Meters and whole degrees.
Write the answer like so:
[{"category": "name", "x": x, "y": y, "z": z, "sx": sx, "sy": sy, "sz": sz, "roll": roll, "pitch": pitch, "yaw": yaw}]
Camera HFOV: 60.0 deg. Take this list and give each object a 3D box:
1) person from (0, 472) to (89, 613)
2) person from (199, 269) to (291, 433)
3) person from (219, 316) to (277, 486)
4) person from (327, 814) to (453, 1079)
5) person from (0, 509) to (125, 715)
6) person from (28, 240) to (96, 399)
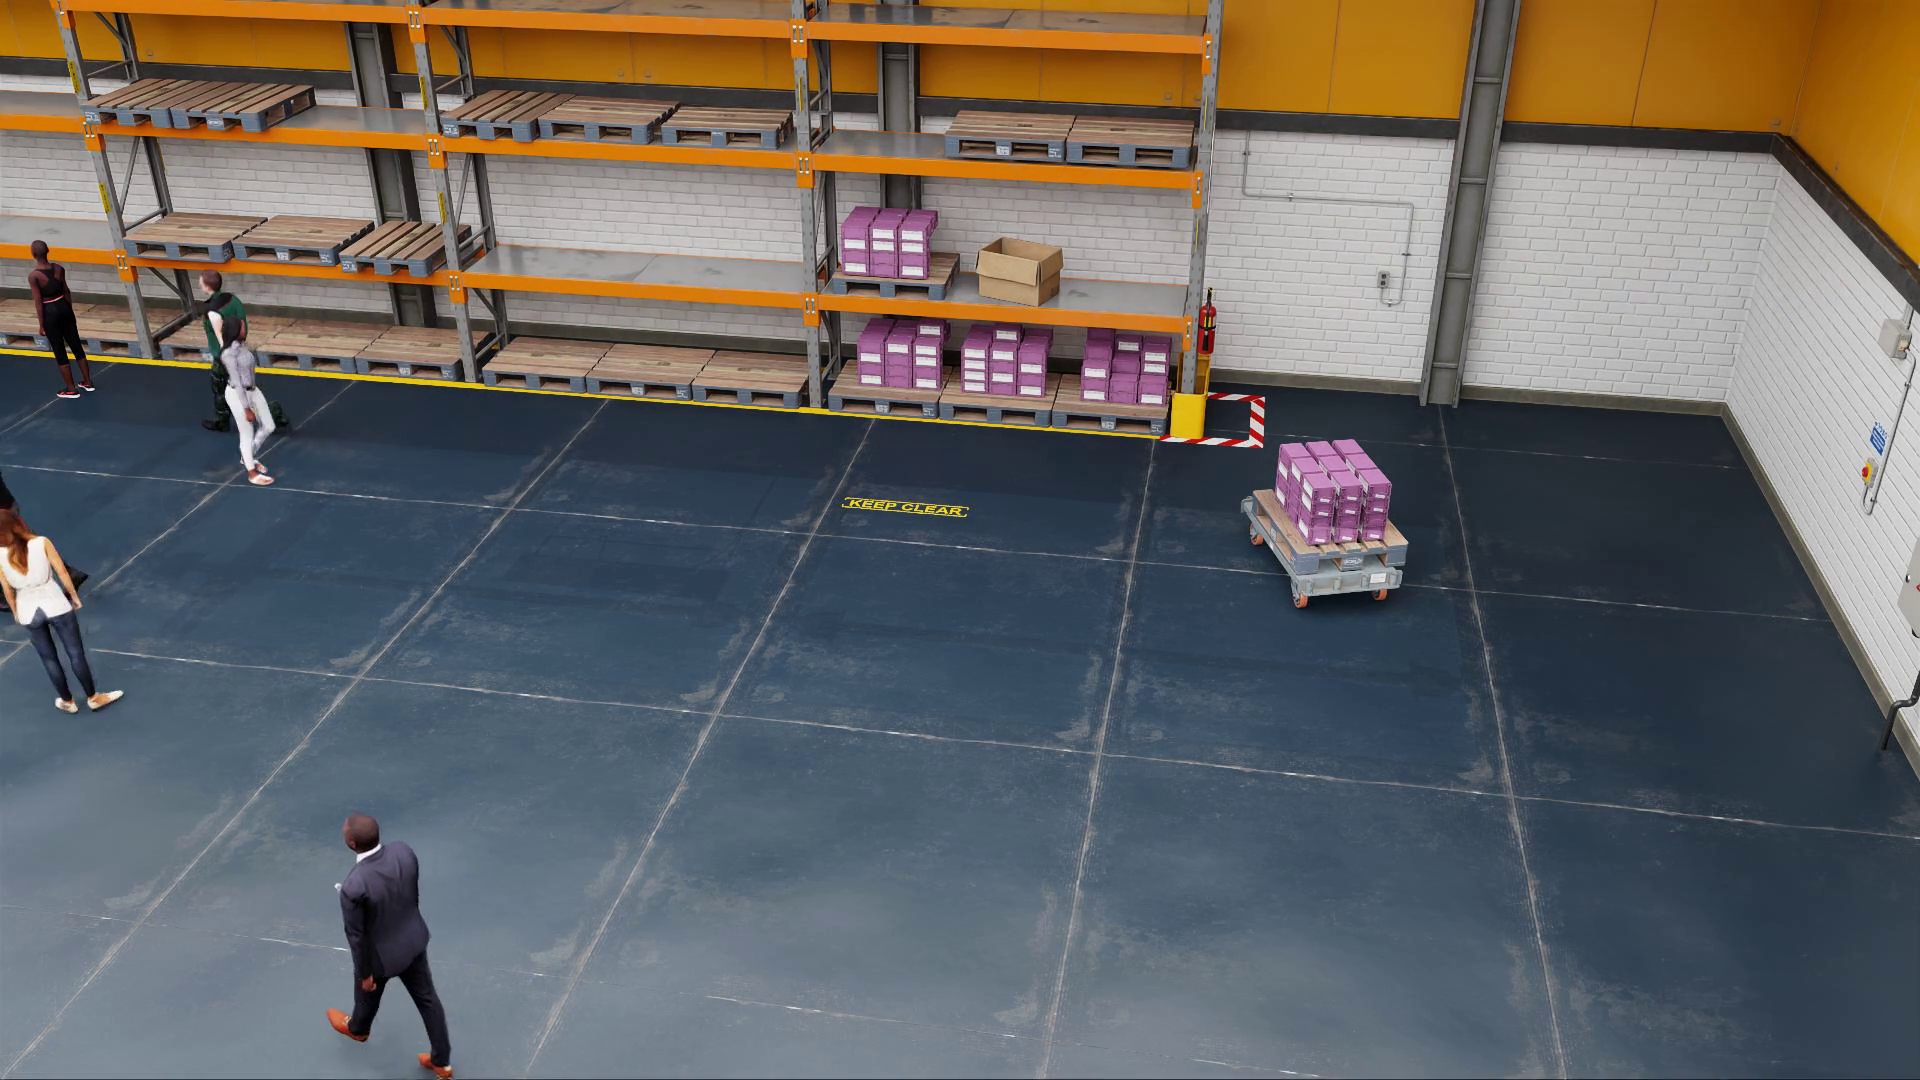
[{"category": "person", "x": -7.971, "y": -0.220, "z": 13.939, "sx": 1.227, "sy": 1.857, "sz": 0.909, "roll": -5, "pitch": 29, "yaw": -9}, {"category": "person", "x": -7.407, "y": -1.899, "z": 17.075, "sx": 1.173, "sy": 1.801, "sz": 0.683, "roll": 4, "pitch": 29, "yaw": 7}, {"category": "person", "x": -7.033, "y": -1.357, "z": 16.175, "sx": 0.634, "sy": 1.711, "sz": 0.635, "roll": 5, "pitch": 29, "yaw": 10}, {"category": "person", "x": -3.124, "y": 2.331, "z": 9.340, "sx": 1.247, "sy": 1.784, "sz": 1.012, "roll": 17, "pitch": 33, "yaw": 28}, {"category": "person", "x": -6.898, "y": 0.544, "z": 12.630, "sx": 0.735, "sy": 1.769, "sz": 0.861, "roll": -7, "pitch": 29, "yaw": -12}, {"category": "person", "x": -9.793, "y": -2.411, "z": 18.059, "sx": 0.624, "sy": 1.758, "sz": 0.650, "roll": 14, "pitch": 32, "yaw": 24}]
